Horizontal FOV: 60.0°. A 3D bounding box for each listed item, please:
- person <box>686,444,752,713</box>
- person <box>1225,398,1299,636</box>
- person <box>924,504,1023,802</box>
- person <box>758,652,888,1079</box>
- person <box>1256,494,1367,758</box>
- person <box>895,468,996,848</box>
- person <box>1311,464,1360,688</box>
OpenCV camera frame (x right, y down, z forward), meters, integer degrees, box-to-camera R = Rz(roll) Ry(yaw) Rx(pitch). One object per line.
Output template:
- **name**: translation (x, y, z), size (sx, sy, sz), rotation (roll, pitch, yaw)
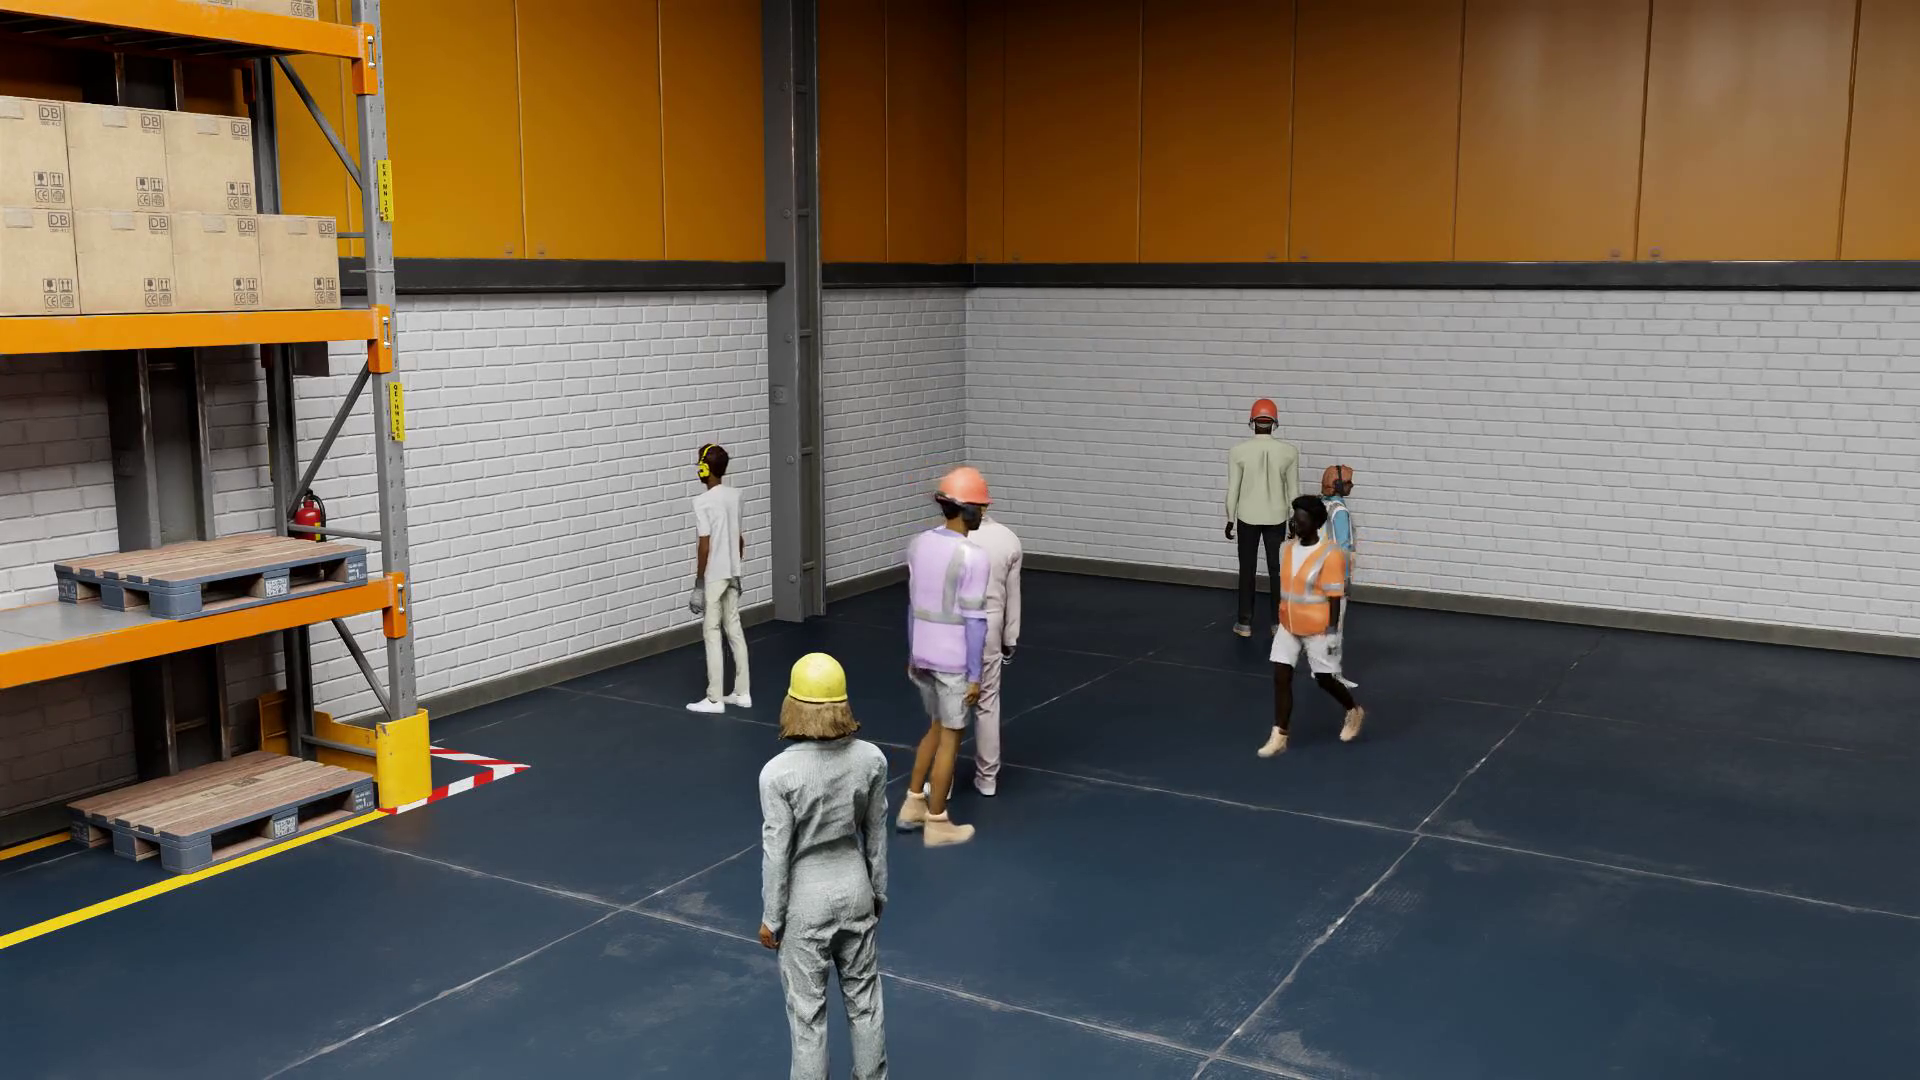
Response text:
- **person**: translation (-1.690, 0.280, 11.482), size (0.444, 1.869, 0.548), rotation (6, 11, 31)
- **person**: translation (2.522, -0.186, 13.927), size (0.623, 1.992, 0.396), rotation (0, 9, -1)
- **person**: translation (0.034, 0.561, 9.590), size (0.653, 1.895, 0.401), rotation (-4, 10, -23)
- **person**: translation (-0.479, 1.248, 5.758), size (0.492, 1.742, 0.320), rotation (-6, 11, -33)
- **person**: translation (2.250, 0.529, 10.492), size (0.765, 1.673, 0.538), rotation (-6, 11, -35)
- **person**: translation (-0.042, 0.625, 8.848), size (0.508, 2.017, 0.627), rotation (-7, 12, -38)
- **person**: translation (2.748, 0.263, 12.228), size (0.307, 1.641, 0.514), rotation (-1, 9, -6)
